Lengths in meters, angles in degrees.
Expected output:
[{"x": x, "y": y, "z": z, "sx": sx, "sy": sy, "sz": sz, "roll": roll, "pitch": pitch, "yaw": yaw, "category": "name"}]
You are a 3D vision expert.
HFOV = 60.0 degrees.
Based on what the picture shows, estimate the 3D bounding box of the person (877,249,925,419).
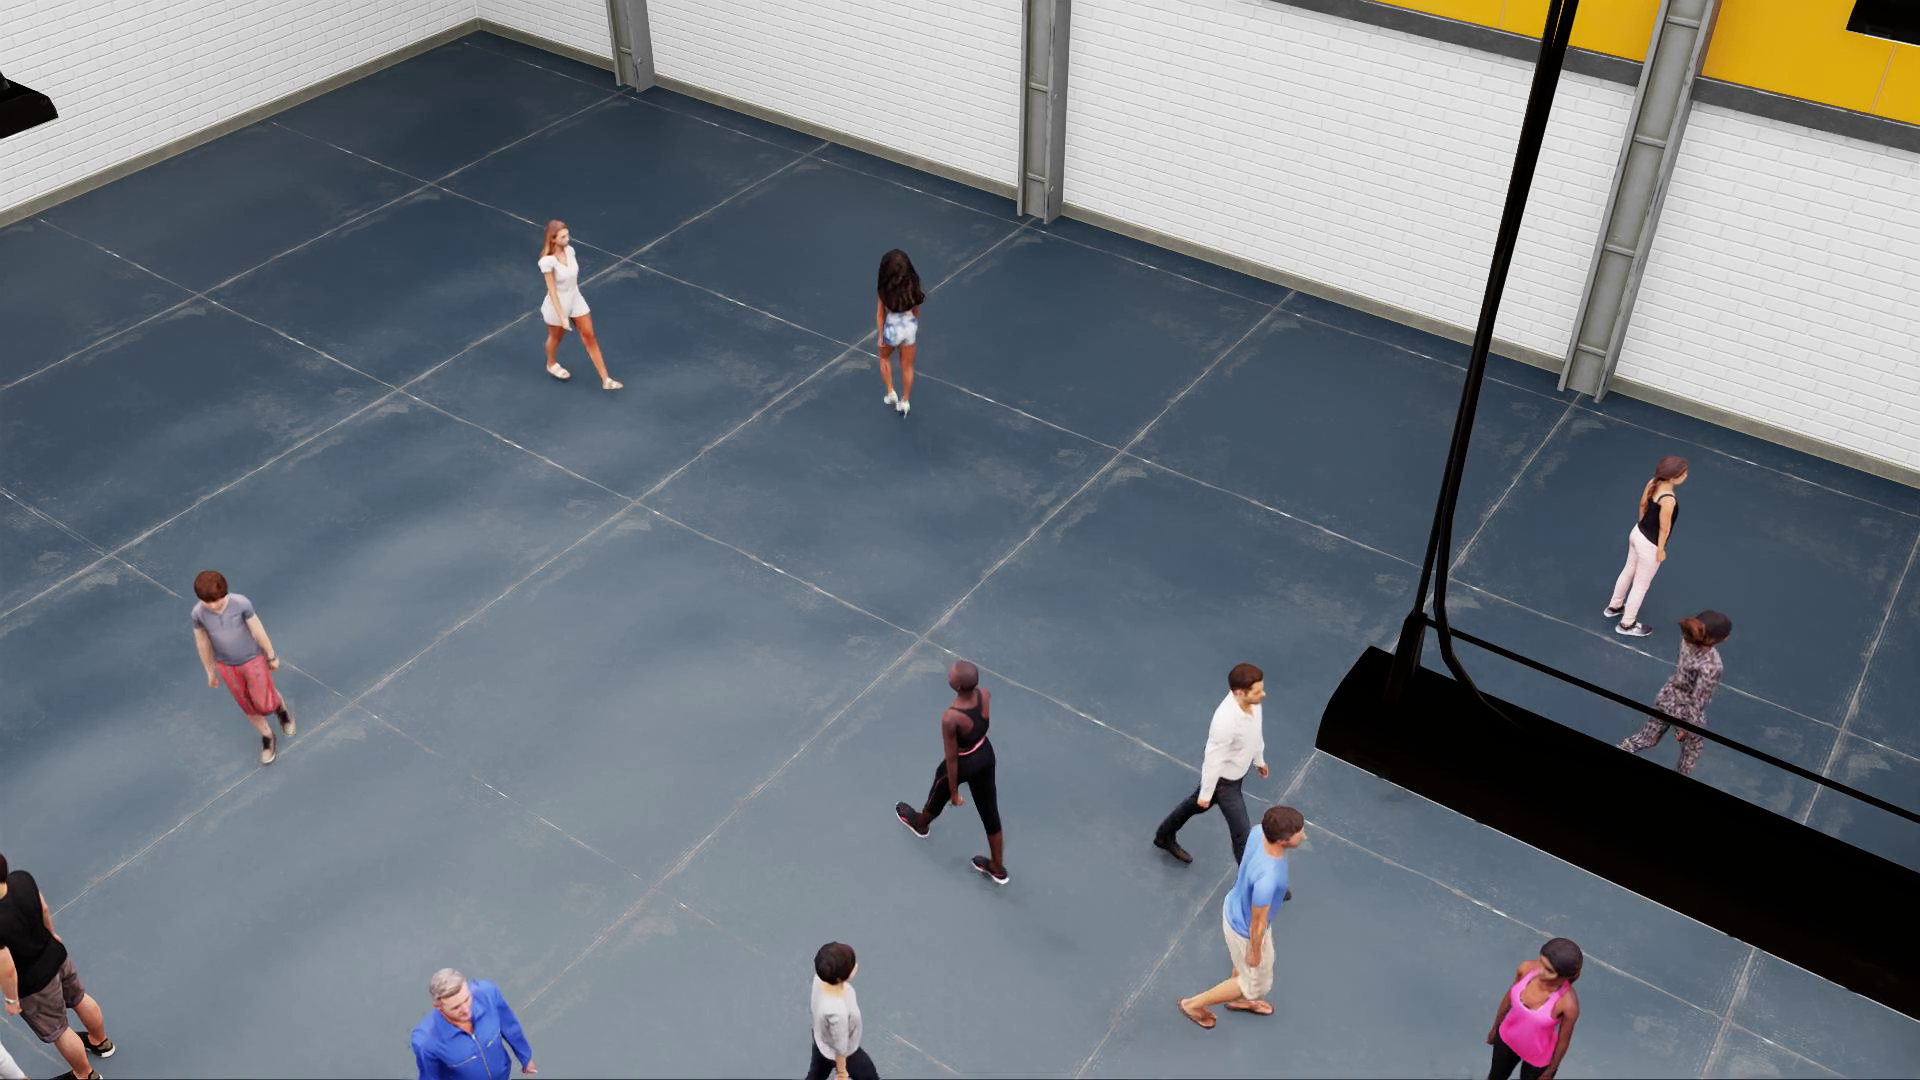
[{"x": -0.508, "y": -1.763, "z": 14.577, "sx": 0.719, "sy": 1.613, "sz": 0.769, "roll": -15, "pitch": 41, "yaw": -18, "category": "person"}]

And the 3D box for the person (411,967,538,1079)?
[{"x": -2.585, "y": 2.797, "z": 8.727, "sx": 1.139, "sy": 1.787, "sz": 0.741, "roll": 25, "pitch": 45, "yaw": 28, "category": "person"}]

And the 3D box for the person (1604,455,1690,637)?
[{"x": 5.130, "y": 0.015, "z": 12.389, "sx": 0.663, "sy": 1.564, "sz": 0.619, "roll": -2, "pitch": 39, "yaw": -3, "category": "person"}]

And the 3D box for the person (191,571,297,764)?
[{"x": -4.897, "y": 0.781, "z": 11.368, "sx": 0.786, "sy": 1.641, "sz": 0.846, "roll": -7, "pitch": 39, "yaw": -8, "category": "person"}]

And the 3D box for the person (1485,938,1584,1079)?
[{"x": 3.039, "y": 2.703, "z": 8.895, "sx": 0.696, "sy": 1.724, "sz": 0.595, "roll": -22, "pitch": 44, "yaw": -25, "category": "person"}]

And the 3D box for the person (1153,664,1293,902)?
[{"x": 1.580, "y": 1.448, "z": 10.385, "sx": 1.241, "sy": 1.825, "sz": 0.807, "roll": 16, "pitch": 41, "yaw": 20, "category": "person"}]

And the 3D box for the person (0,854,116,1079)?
[{"x": -5.109, "y": 2.372, "z": 9.198, "sx": 0.778, "sy": 1.863, "sz": 0.764, "roll": 1, "pitch": 39, "yaw": 1, "category": "person"}]

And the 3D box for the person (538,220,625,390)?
[{"x": -3.624, "y": -2.111, "z": 14.986, "sx": 1.108, "sy": 1.644, "sz": 0.583, "roll": 25, "pitch": 45, "yaw": 28, "category": "person"}]

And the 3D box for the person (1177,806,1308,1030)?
[{"x": 1.573, "y": 2.161, "z": 9.478, "sx": 0.972, "sy": 1.844, "sz": 0.870, "roll": 1, "pitch": 39, "yaw": 2, "category": "person"}]

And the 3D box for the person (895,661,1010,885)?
[{"x": 0.132, "y": 1.489, "z": 10.420, "sx": 1.175, "sy": 1.718, "sz": 0.741, "roll": 32, "pitch": 48, "yaw": 34, "category": "person"}]

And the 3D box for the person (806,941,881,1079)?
[{"x": -0.745, "y": 2.740, "z": 9.009, "sx": 0.942, "sy": 1.524, "sz": 0.963, "roll": -14, "pitch": 41, "yaw": -16, "category": "person"}]

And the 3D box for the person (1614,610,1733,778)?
[{"x": 4.645, "y": 1.108, "z": 10.918, "sx": 1.120, "sy": 1.693, "sz": 1.005, "roll": -3, "pitch": 39, "yaw": -3, "category": "person"}]
